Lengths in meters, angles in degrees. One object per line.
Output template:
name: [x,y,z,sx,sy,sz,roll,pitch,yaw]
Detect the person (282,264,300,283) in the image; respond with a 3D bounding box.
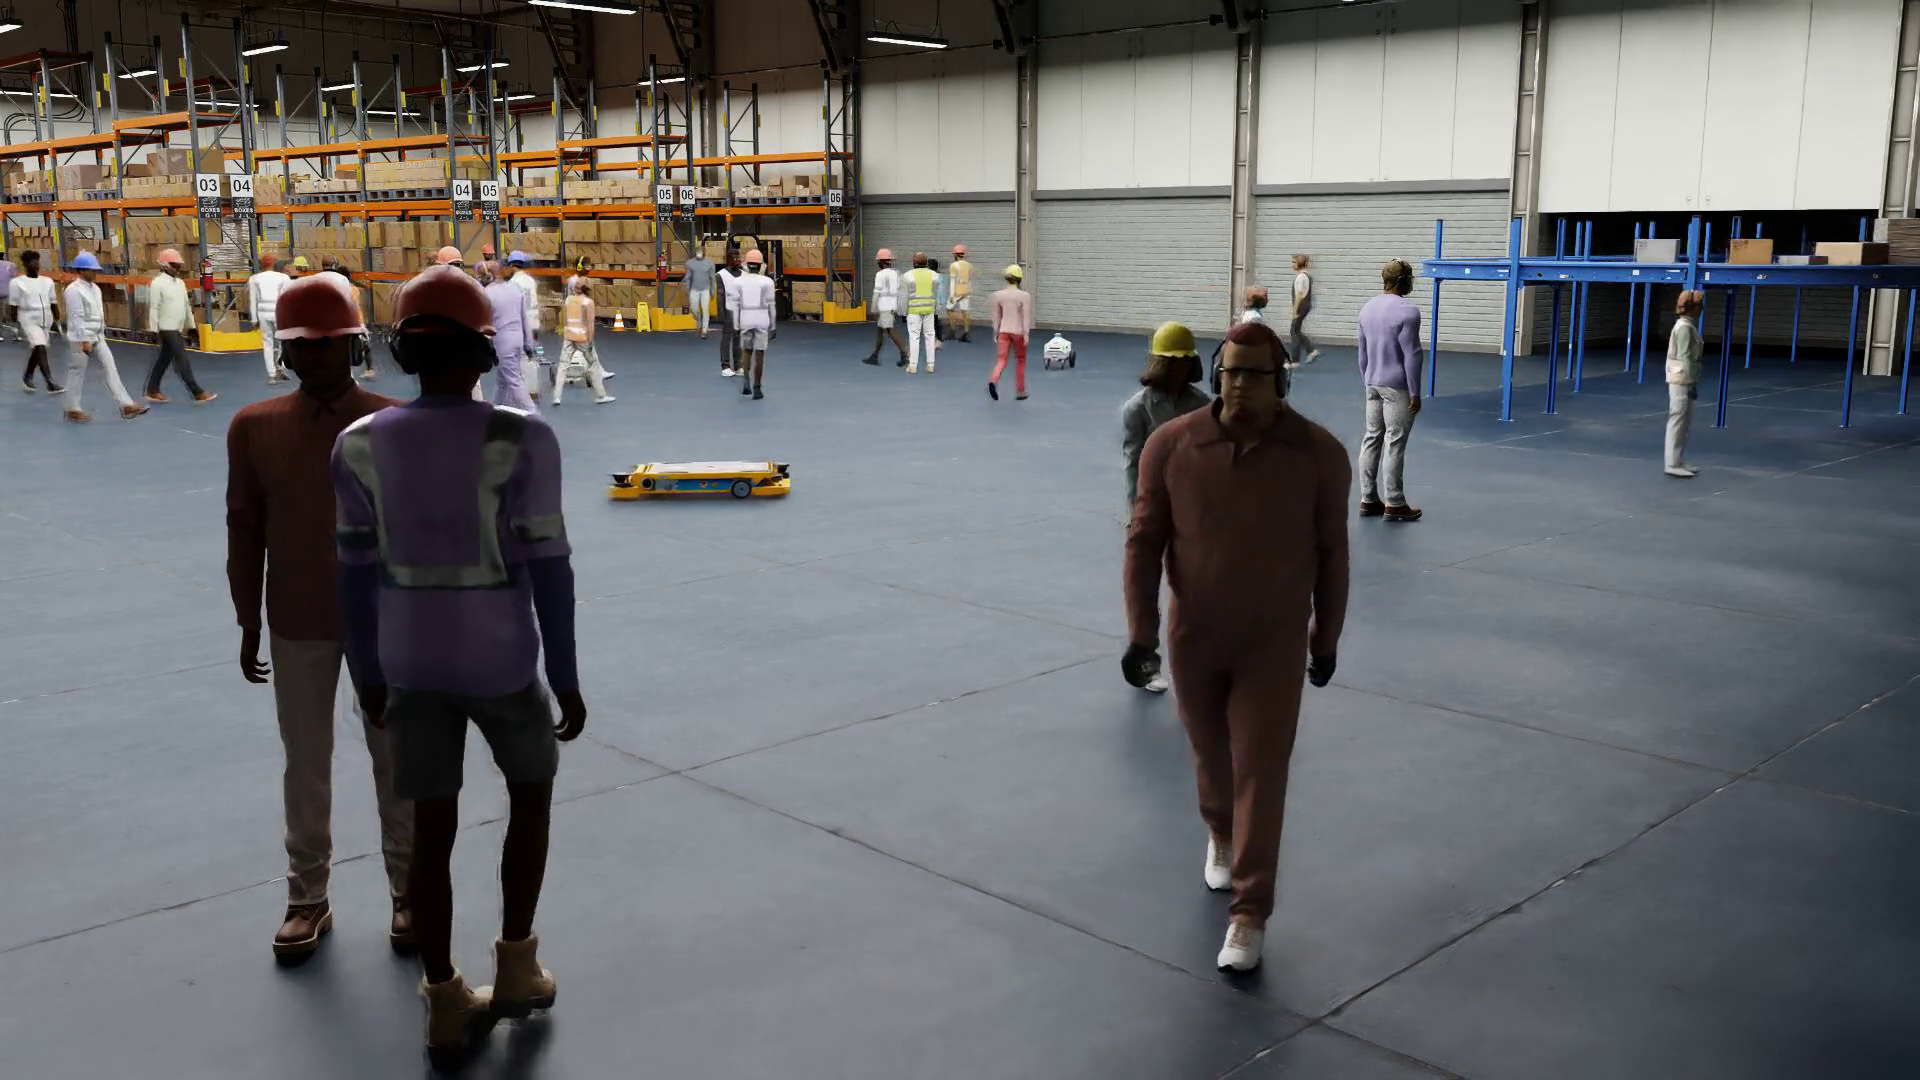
person: [-10.951,-3.708,27.355,0.283,1.633,0.501,1,10,7]

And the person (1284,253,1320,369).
person: [5.415,-3.641,26.434,0.491,1.834,0.544,4,11,22]

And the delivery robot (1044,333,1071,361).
delivery robot: [1.571,-3.072,26.696,0.477,0.478,0.707,2,11,12]

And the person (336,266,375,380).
person: [-9.004,-3.178,24.394,0.866,1.644,0.554,3,11,17]

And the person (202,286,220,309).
person: [-16.888,-5.658,37.332,0.559,1.886,1.018,-8,13,-36]

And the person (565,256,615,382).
person: [-5.463,-3.191,24.052,0.861,1.817,0.548,1,10,8]

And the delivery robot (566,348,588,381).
delivery robot: [-5.428,-2.497,23.559,0.477,0.478,0.707,-1,10,-4]

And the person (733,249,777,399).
person: [-2.668,-2.814,21.698,0.547,1.919,0.505,1,10,8]

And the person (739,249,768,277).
person: [-4.412,-5.270,35.370,0.663,1.812,0.804,-4,11,-19]

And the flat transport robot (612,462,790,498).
flat transport robot: [-2.125,-0.508,13.742,1.431,0.197,0.652,-1,10,-6]

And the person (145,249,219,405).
person: [-9.938,-2.691,21.013,1.046,1.940,0.631,0,10,3]

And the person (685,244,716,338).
person: [-5.346,-5.117,34.252,0.658,1.921,0.439,0,10,-1]

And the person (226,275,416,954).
person: [-1.830,0.227,4.916,0.612,1.995,0.382,-2,11,-12]

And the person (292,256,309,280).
person: [-11.260,-3.971,28.474,0.391,1.750,0.530,-4,11,-21]

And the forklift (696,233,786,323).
forklift: [-5.496,-6.489,41.108,2.313,2.155,1.214,-10,14,-44]

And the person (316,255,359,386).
person: [-8.749,-3.054,23.246,0.621,1.838,0.429,1,10,6]

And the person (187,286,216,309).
person: [-16.039,-5.330,35.217,0.634,1.987,1.060,-9,14,-41]

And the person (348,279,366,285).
person: [-15.388,-6.624,42.594,0.707,1.884,0.408,3,11,16]

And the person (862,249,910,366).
person: [-1.168,-3.779,27.046,0.982,1.895,0.559,6,12,28]

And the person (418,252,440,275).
person: [-8.024,-3.501,25.640,0.598,1.839,0.940,-5,11,-23]

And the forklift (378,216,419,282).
forklift: [-17.868,-9.201,54.028,1.873,2.768,1.129,-10,14,-44]

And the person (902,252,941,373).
person: [-0.615,-3.516,25.740,0.625,1.847,0.429,-4,11,-20]

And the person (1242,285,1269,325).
person: [2.877,-1.757,16.767,0.616,1.621,0.520,1,10,5]

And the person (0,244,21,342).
person: [-19.151,-4.941,33.277,0.594,1.925,0.369,-5,11,-25]

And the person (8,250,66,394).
person: [-12.469,-2.944,22.410,1.008,1.925,0.614,5,12,27]

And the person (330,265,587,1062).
person: [-1.285,0.314,4.335,0.666,2.029,0.592,1,10,6]

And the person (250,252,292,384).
person: [-9.868,-3.188,23.892,0.595,1.865,0.423,-2,11,-12]

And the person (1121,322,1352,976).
person: [0.841,0.270,5.079,0.645,1.870,0.978,4,11,19]

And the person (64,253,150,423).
person: [-9.746,-2.278,18.802,0.956,1.900,0.651,1,10,3]

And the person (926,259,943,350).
person: [-0.495,-4.330,30.615,0.423,1.678,0.551,-2,11,-9]

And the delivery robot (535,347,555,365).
delivery robot: [-5.902,-2.591,23.363,0.335,0.223,0.698,-4,11,-22]

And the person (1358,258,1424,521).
person: [3.232,-1.130,12.471,0.372,1.940,0.632,-5,12,-26]

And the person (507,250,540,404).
person: [-5.562,-2.681,20.979,0.529,1.912,0.639,0,10,2]

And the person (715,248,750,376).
person: [-3.452,-3.445,25.173,0.376,1.912,0.585,8,13,38]

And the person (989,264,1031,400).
person: [0.639,-2.658,21.340,0.527,1.744,0.746,6,12,28]

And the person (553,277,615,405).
person: [-4.789,-2.484,20.803,0.557,1.594,0.700,6,12,29]

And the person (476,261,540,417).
person: [-4.905,-2.067,17.871,1.017,1.840,0.707,5,11,24]

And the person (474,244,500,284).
person: [-9.146,-4.771,32.322,0.364,1.939,0.542,9,14,41]

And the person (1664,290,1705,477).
person: [6.380,-1.384,14.680,0.308,1.638,0.526,5,11,25]

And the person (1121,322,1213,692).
person: [0.976,-0.116,7.523,0.499,1.711,0.728,-4,11,-19]

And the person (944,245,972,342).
person: [-0.050,-4.932,33.269,0.569,1.908,0.732,-9,14,-40]

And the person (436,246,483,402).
person: [-5.187,-2.009,17.104,0.392,1.995,0.612,7,13,34]
